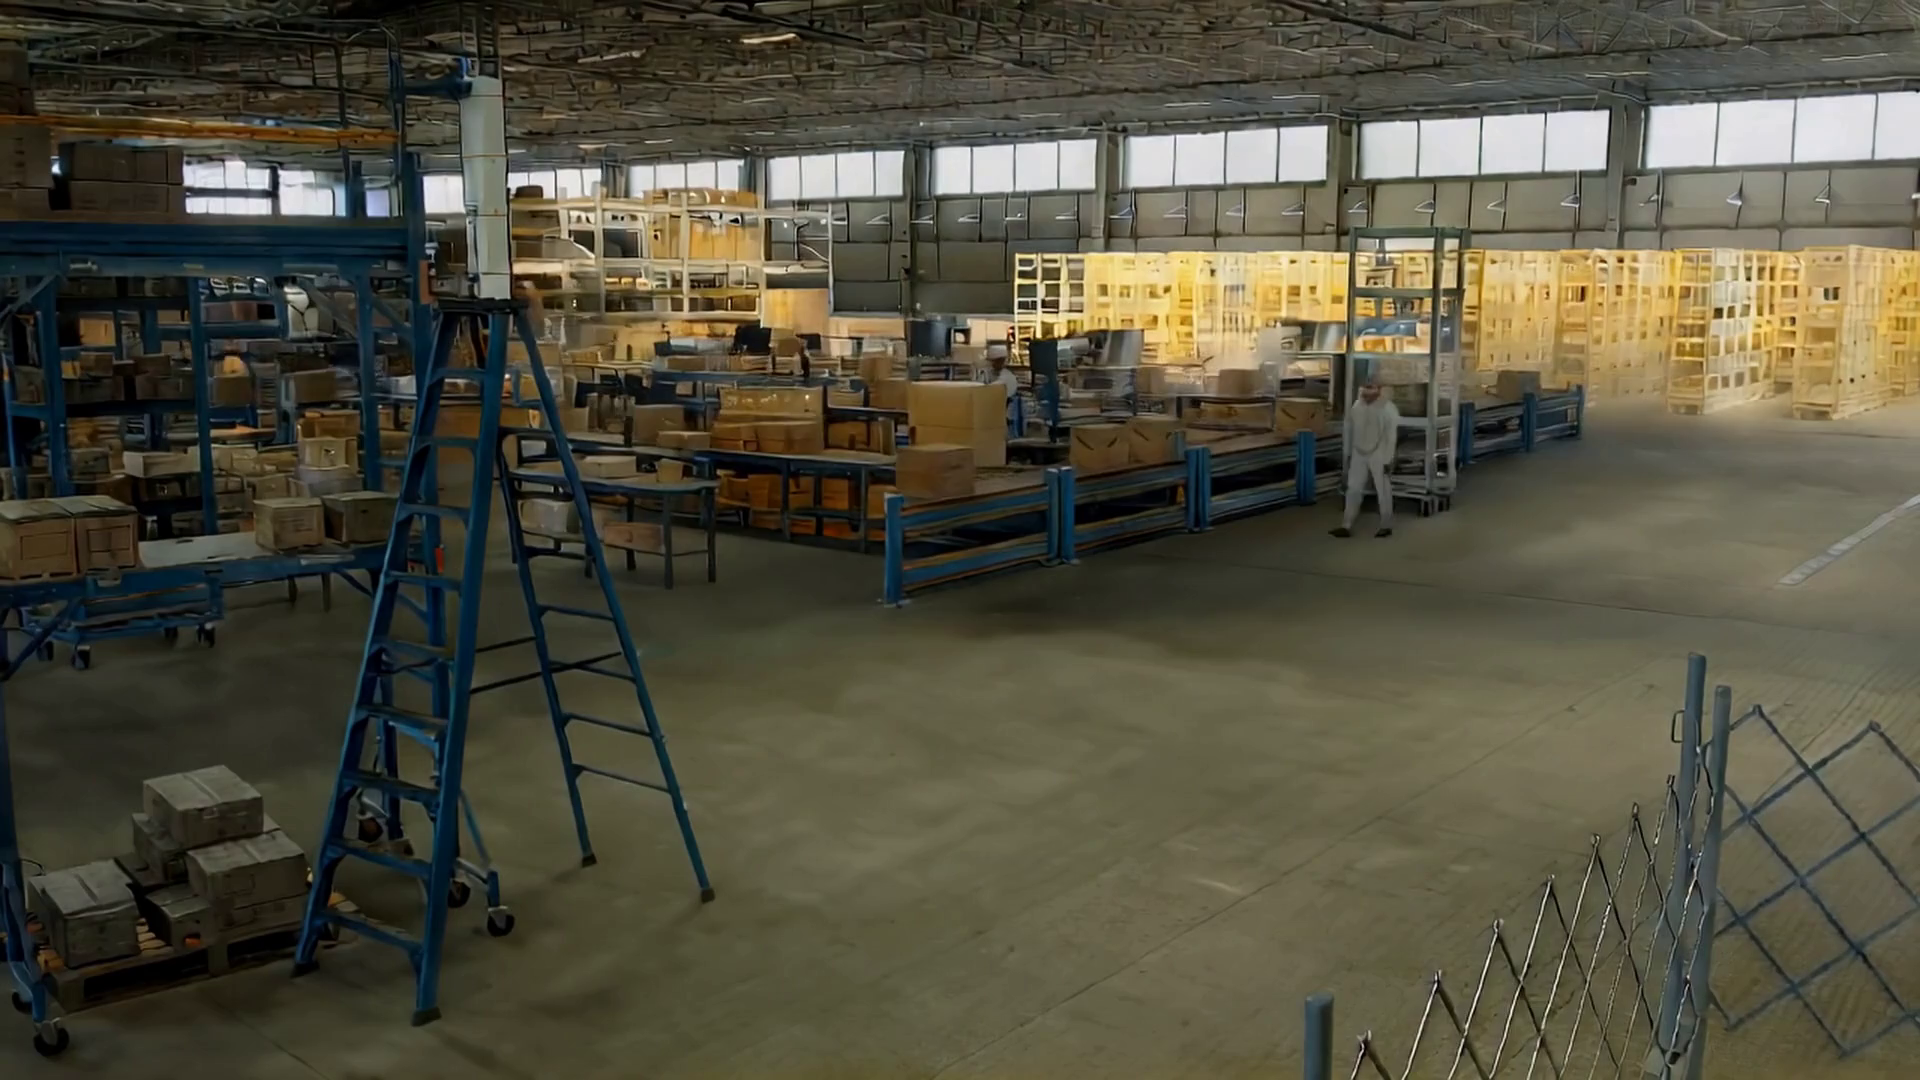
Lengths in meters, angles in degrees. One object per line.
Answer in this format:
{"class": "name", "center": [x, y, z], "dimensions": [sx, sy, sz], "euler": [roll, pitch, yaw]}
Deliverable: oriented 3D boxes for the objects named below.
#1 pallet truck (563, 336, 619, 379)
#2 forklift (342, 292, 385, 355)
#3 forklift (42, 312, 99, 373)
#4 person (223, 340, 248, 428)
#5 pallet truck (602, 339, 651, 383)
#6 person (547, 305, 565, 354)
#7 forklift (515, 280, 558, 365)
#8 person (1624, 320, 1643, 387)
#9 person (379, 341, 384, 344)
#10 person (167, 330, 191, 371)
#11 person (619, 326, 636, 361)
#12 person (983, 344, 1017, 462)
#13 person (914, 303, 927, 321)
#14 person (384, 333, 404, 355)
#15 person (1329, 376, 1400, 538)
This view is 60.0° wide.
{"class": "pallet truck", "center": [-10.690, -5.294, 48.215], "dimensions": [1.601, 1.201, 0.680], "euler": [-5, 10, -26]}
{"class": "forklift", "center": [-16.485, -5.622, 45.120], "dimensions": [1.129, 2.768, 1.873], "euler": [7, 11, 37]}
{"class": "forklift", "center": [-23.779, -5.451, 44.052], "dimensions": [1.873, 2.768, 1.129], "euler": [7, 11, 36]}
{"class": "person", "center": [-13.218, -2.749, 30.492], "dimensions": [0.615, 1.813, 0.437], "euler": [8, 12, 39]}
{"class": "pallet truck", "center": [-8.991, -4.871, 45.351], "dimensions": [0.653, 1.274, 1.630], "euler": [7, 11, 37]}
{"class": "person", "center": [-13.582, -6.911, 55.920], "dimensions": [0.612, 1.995, 0.378], "euler": [-2, 9, -12]}
{"class": "forklift", "center": [-13.852, -6.987, 53.639], "dimensions": [1.873, 2.768, 1.129], "euler": [-3, 10, -17]}
{"class": "person", "center": [18.020, -4.990, 44.481], "dimensions": [0.515, 1.818, 0.558], "euler": [5, 11, 30]}
{"class": "person", "center": [-17.681, -5.902, 50.365], "dimensions": [0.518, 1.757, 0.339], "euler": [-7, 12, -39]}
{"class": "person", "center": [-18.593, -4.149, 39.605], "dimensions": [0.531, 1.698, 0.320], "euler": [-2, 9, -12]}
{"class": "person", "center": [-8.439, -4.516, 41.818], "dimensions": [0.870, 1.721, 0.533], "euler": [4, 10, 24]}
{"class": "person", "center": [0.517, -1.733, 23.453], "dimensions": [0.613, 2.041, 0.393], "euler": [8, 12, 42]}
{"class": "person", "center": [-1.505, -7.802, 61.653], "dimensions": [0.438, 1.935, 0.633], "euler": [7, 12, 39]}
{"class": "person", "center": [-14.373, -4.706, 42.338], "dimensions": [0.375, 1.935, 0.551], "euler": [6, 11, 34]}
{"class": "person", "center": [4.652, -0.930, 19.010], "dimensions": [0.971, 1.860, 0.684], "euler": [-8, 12, -42]}
